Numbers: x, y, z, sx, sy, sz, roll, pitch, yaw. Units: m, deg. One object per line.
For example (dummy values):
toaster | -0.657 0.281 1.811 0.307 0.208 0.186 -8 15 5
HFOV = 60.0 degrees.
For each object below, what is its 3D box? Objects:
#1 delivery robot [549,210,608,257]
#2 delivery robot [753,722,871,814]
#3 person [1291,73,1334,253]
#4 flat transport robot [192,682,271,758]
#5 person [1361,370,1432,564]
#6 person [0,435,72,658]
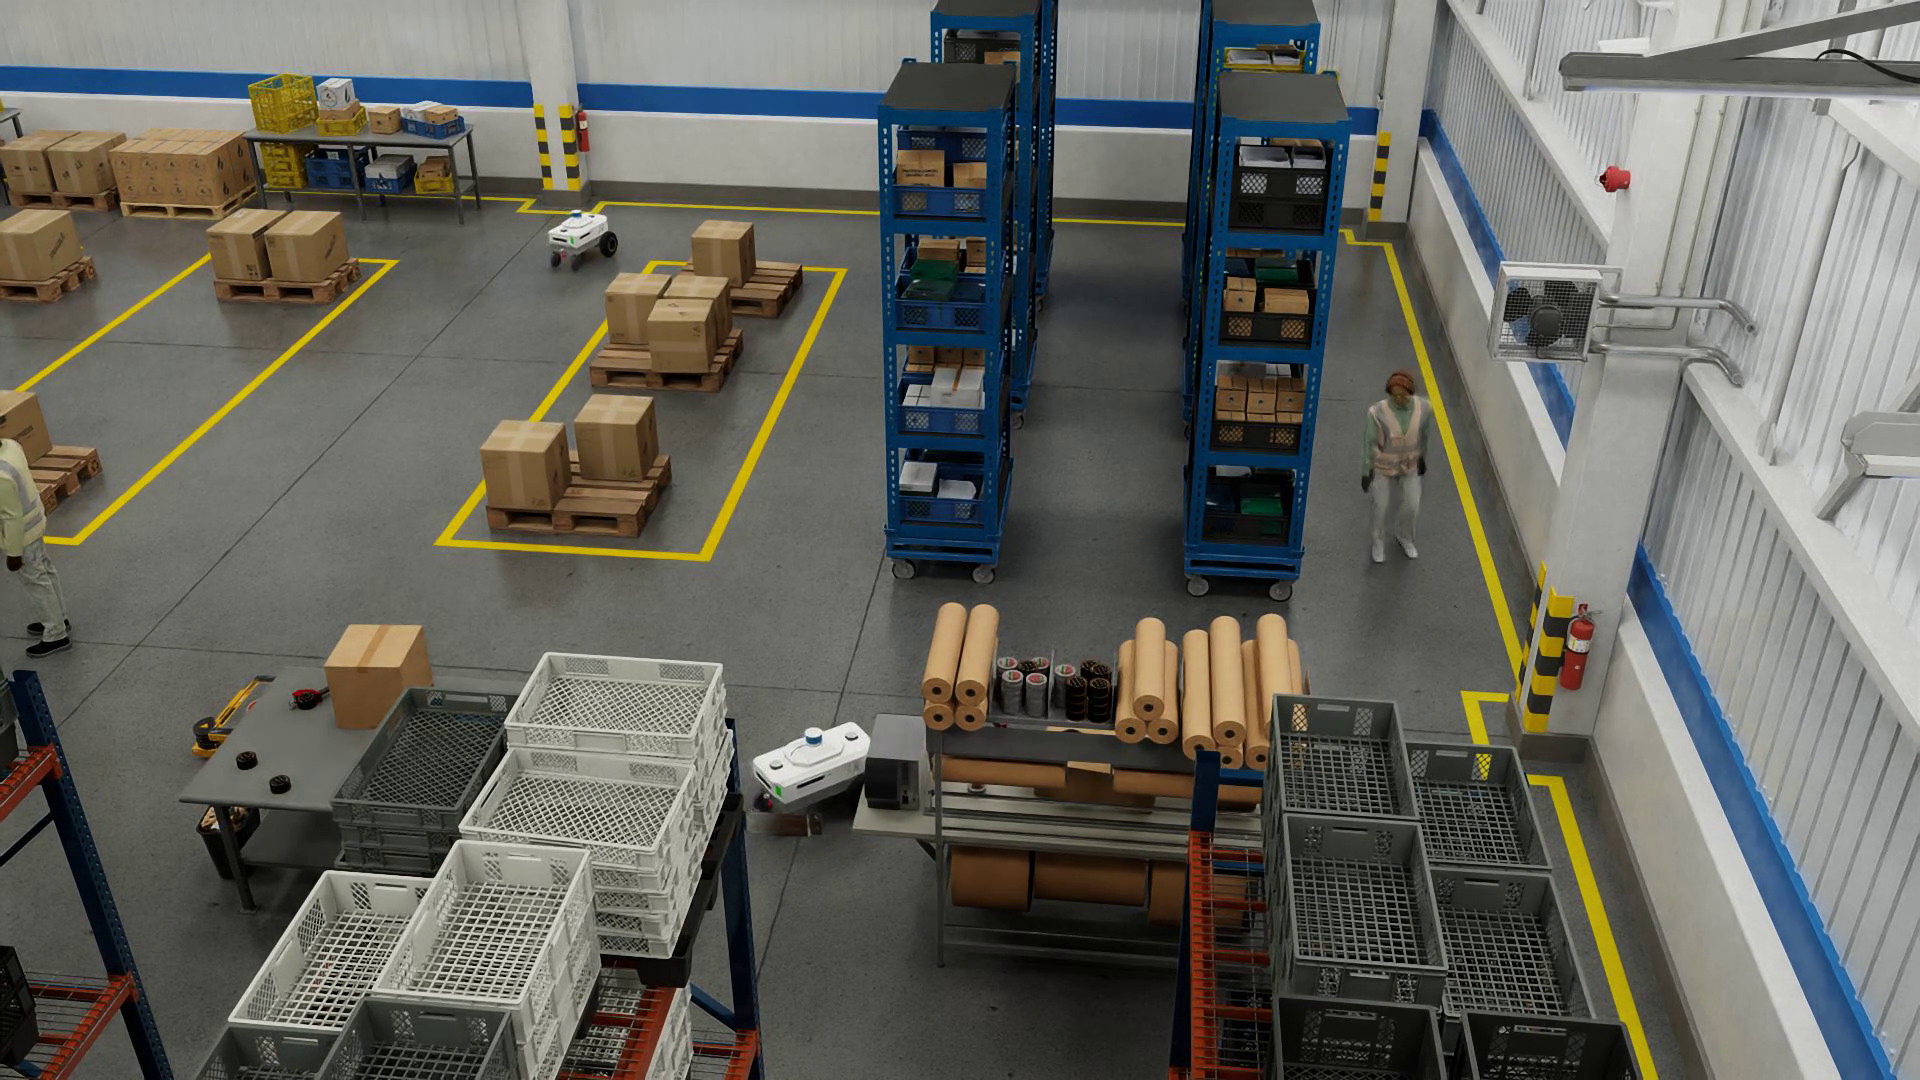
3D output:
delivery robot | -4.122 -3.325 17.981 0.477 0.478 0.707 12 32 20
delivery robot | -0.870 1.346 9.959 0.707 0.478 0.477 -18 34 -29
person | 3.714 -4.063 17.968 0.638 1.953 0.806 -1 30 -3
flat transport robot | -4.089 1.163 10.648 1.431 0.197 0.652 3 30 6
person | 3.183 -0.534 12.234 0.556 1.608 0.397 -5 31 -9
person | -6.378 -0.060 11.217 0.403 1.822 0.586 -11 32 -18
